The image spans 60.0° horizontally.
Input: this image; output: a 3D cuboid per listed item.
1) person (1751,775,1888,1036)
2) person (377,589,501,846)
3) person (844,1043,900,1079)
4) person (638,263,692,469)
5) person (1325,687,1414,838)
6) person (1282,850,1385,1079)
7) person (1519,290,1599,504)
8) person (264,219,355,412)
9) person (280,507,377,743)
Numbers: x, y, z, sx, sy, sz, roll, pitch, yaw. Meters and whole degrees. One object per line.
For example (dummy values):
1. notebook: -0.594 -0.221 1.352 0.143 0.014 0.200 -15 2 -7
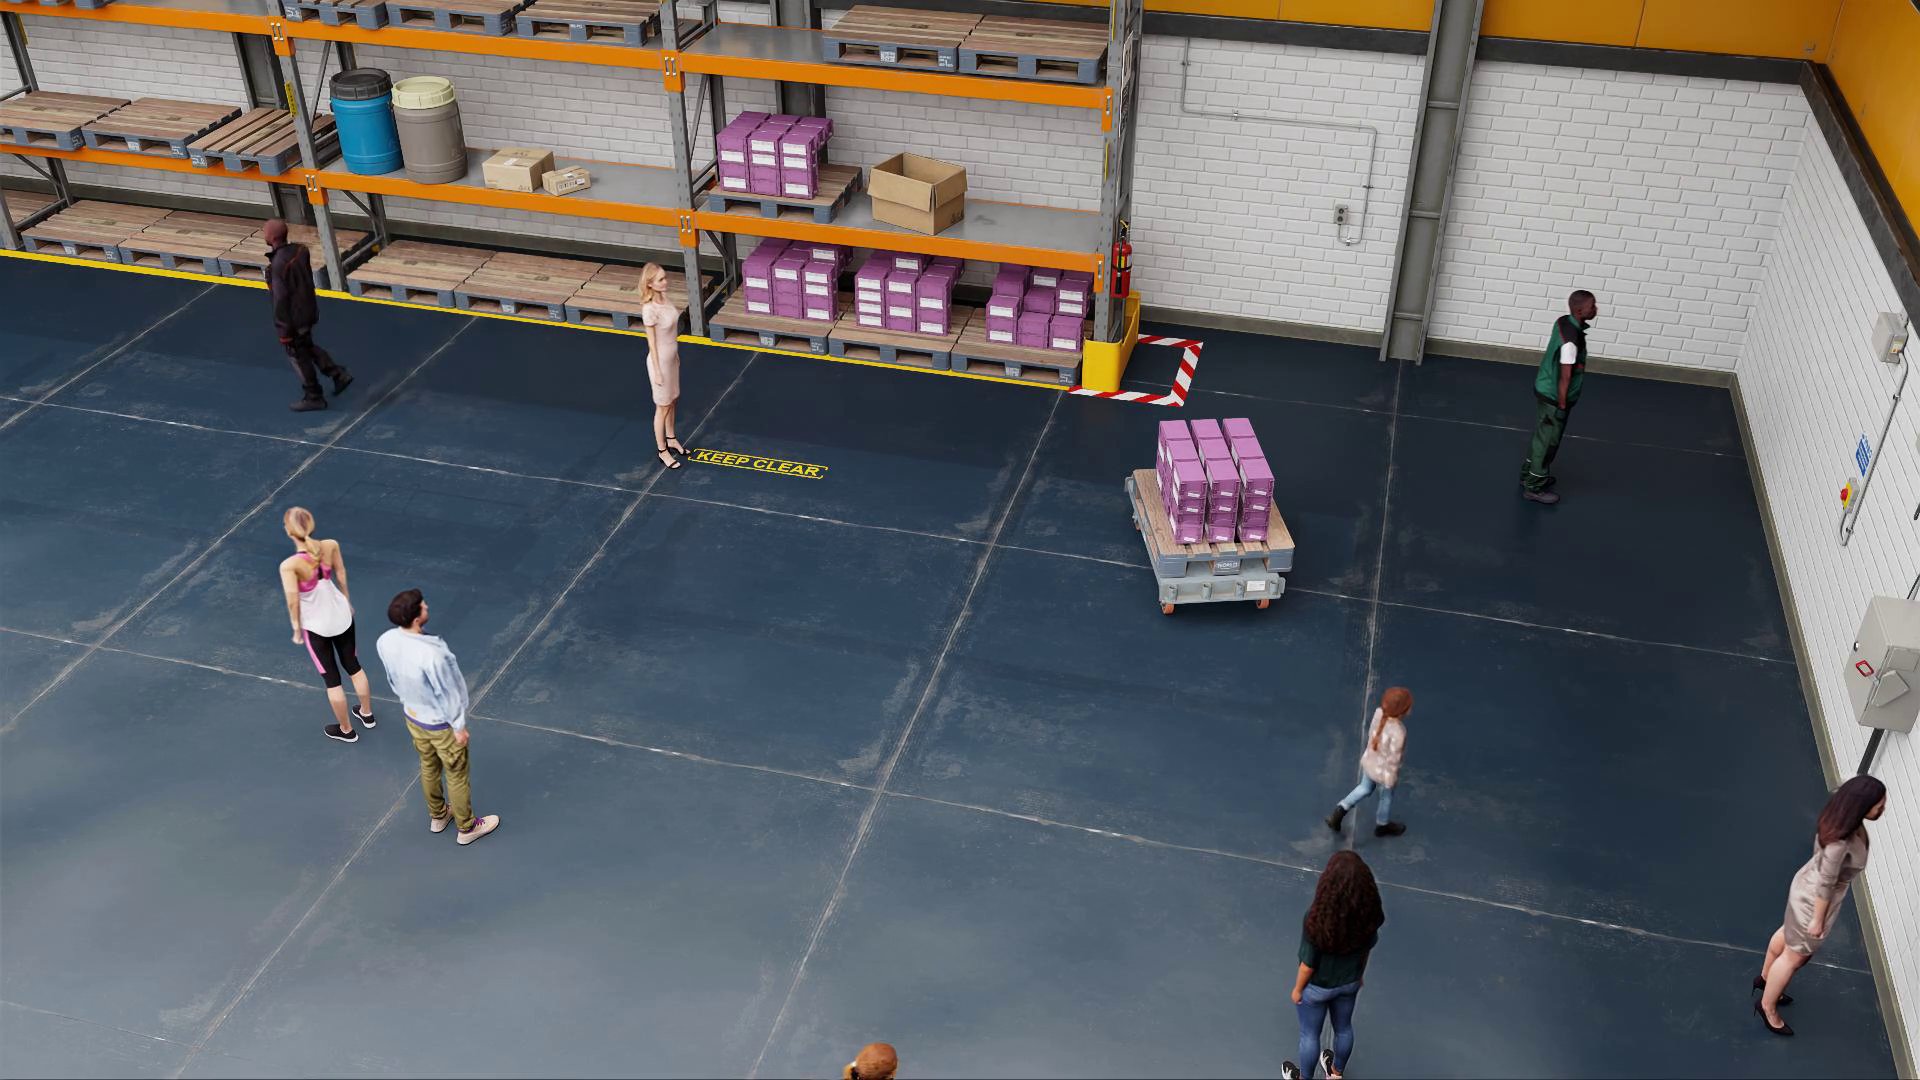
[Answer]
1. person: 4.558 1.915 8.862 0.562 1.744 0.633 14 36 20
2. person: -3.189 1.070 10.072 0.615 1.812 0.797 19 38 27
3. person: -0.461 2.855 7.857 0.804 1.291 0.734 -14 36 -19
4. person: -2.480 -1.466 13.871 0.485 1.830 0.570 8 34 12
5. person: 2.534 1.374 10.181 0.840 1.185 0.716 -10 35 -15
6. person: 1.891 2.232 8.502 0.681 1.615 0.767 -9 35 -14
7. person: 4.825 -1.179 13.432 0.591 1.838 0.692 6 34 10
8. person: -5.746 -1.969 14.642 0.887 1.814 0.801 1 34 1
9. person: -4.137 0.550 10.876 0.627 1.788 0.664 20 38 27
